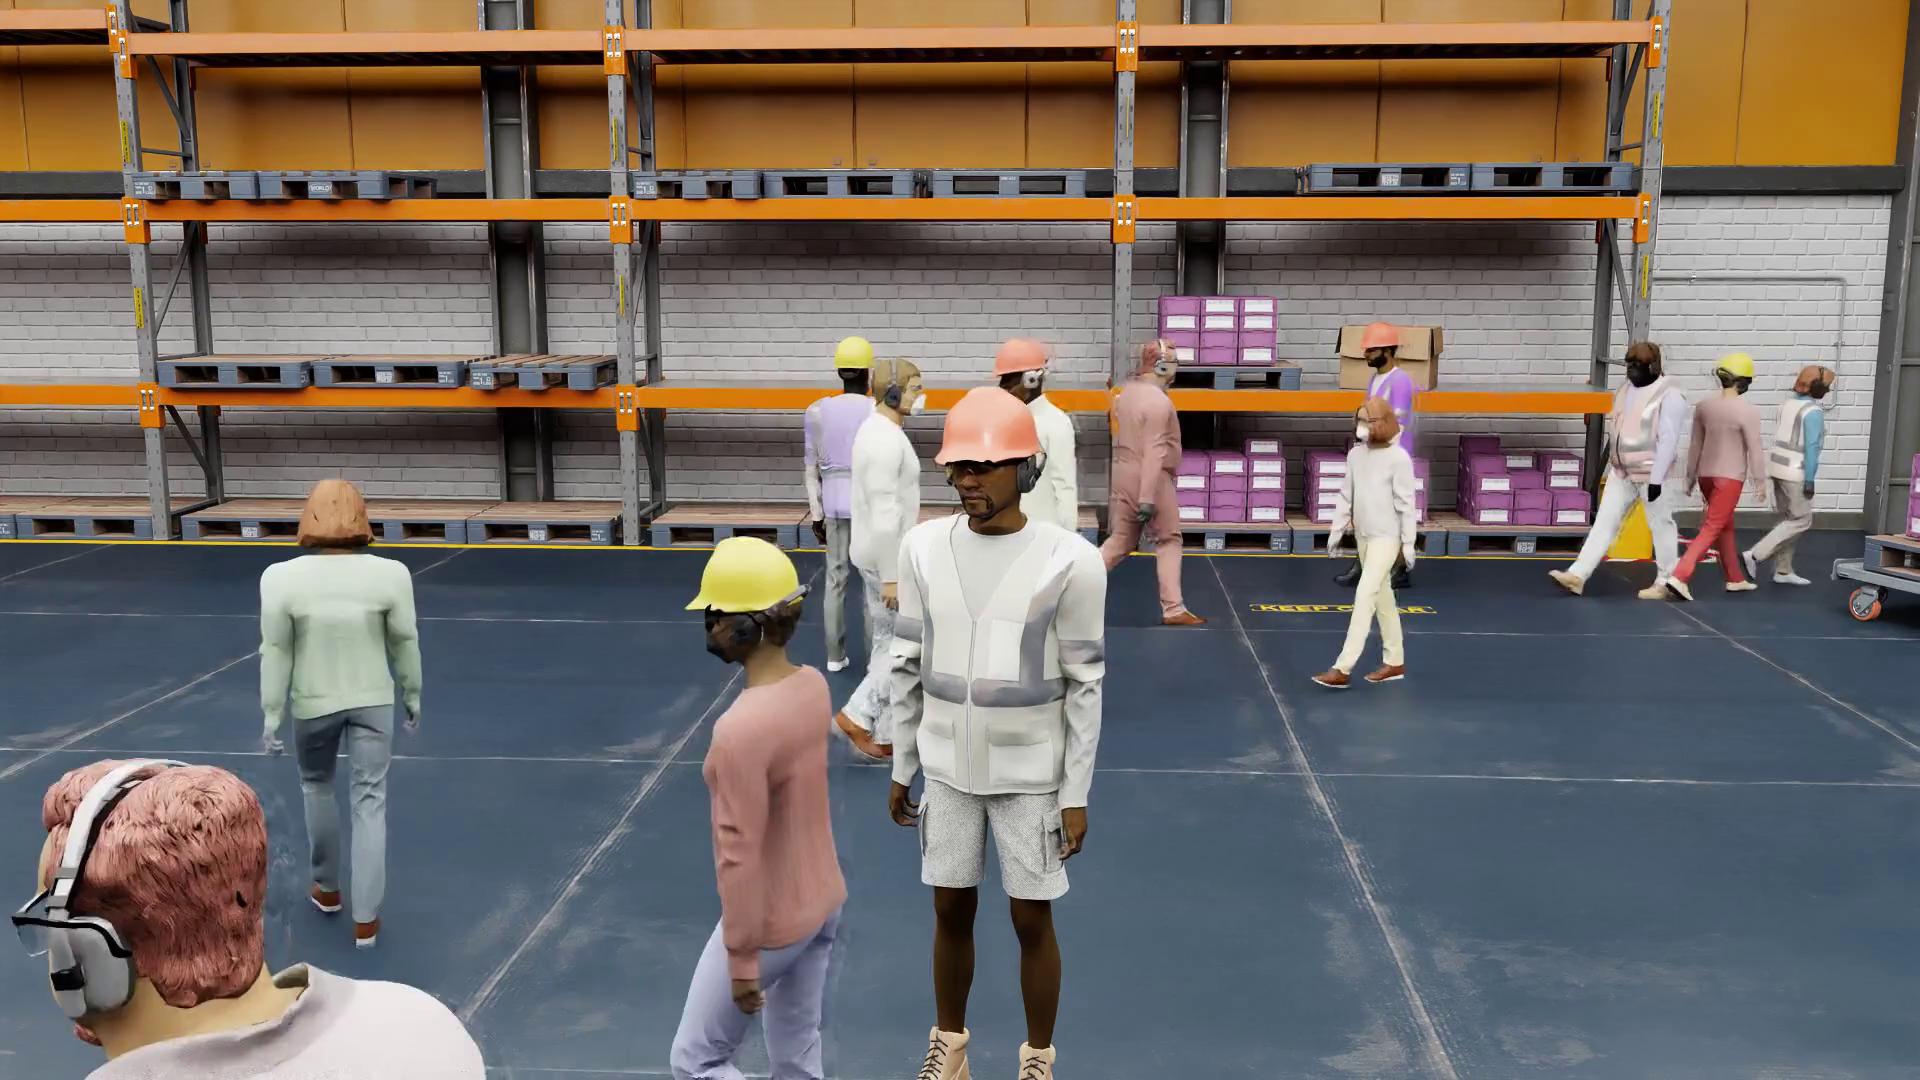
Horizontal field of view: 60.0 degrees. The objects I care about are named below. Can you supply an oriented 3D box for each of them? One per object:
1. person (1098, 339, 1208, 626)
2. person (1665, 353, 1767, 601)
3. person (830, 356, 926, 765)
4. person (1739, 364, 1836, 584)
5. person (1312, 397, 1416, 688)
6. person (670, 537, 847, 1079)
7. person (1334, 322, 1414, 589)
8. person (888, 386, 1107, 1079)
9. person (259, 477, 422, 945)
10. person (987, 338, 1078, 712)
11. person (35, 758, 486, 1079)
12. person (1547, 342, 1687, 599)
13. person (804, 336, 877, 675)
[{"bbox_3d":[1.112,-0.348,10.612,0.904,1.874,0.643,-3,10,-17],"label":"person"},{"bbox_3d":[5.270,-0.436,11.540,0.924,1.720,0.538,-4,11,-23],"label":"person"},{"bbox_3d":[-0.312,0.116,7.693,0.440,1.927,0.647,-1,10,-5],"label":"person"},{"bbox_3d":[5.901,-0.451,11.903,0.530,1.621,0.571,0,10,1],"label":"person"},{"bbox_3d":[2.192,0.024,9.153,0.777,1.599,0.529,-4,10,-22],"label":"person"},{"bbox_3d":[-0.458,0.860,3.845,0.360,1.755,0.533,4,10,21],"label":"person"},{"bbox_3d":[2.953,-0.579,11.785,0.662,1.912,0.559,-2,10,-14],"label":"person"},{"bbox_3d":[0.081,0.611,4.452,0.608,2.044,0.370,4,11,23],"label":"person"},{"bbox_3d":[-2.186,0.577,5.895,0.534,1.609,0.665,-4,10,-21],"label":"person"},{"bbox_3d":[0.336,-0.039,8.486,0.565,1.969,0.618,-4,10,-21],"label":"person"},{"bbox_3d":[-0.763,1.146,1.770,0.446,1.885,0.650,5,11,27],"label":"person"},{"bbox_3d":[4.602,-0.453,11.443,0.942,1.791,0.647,-3,10,-19],"label":"person"},{"bbox_3d":[-0.589,-0.184,9.440,0.587,1.930,0.361,3,10,16],"label":"person"}]
